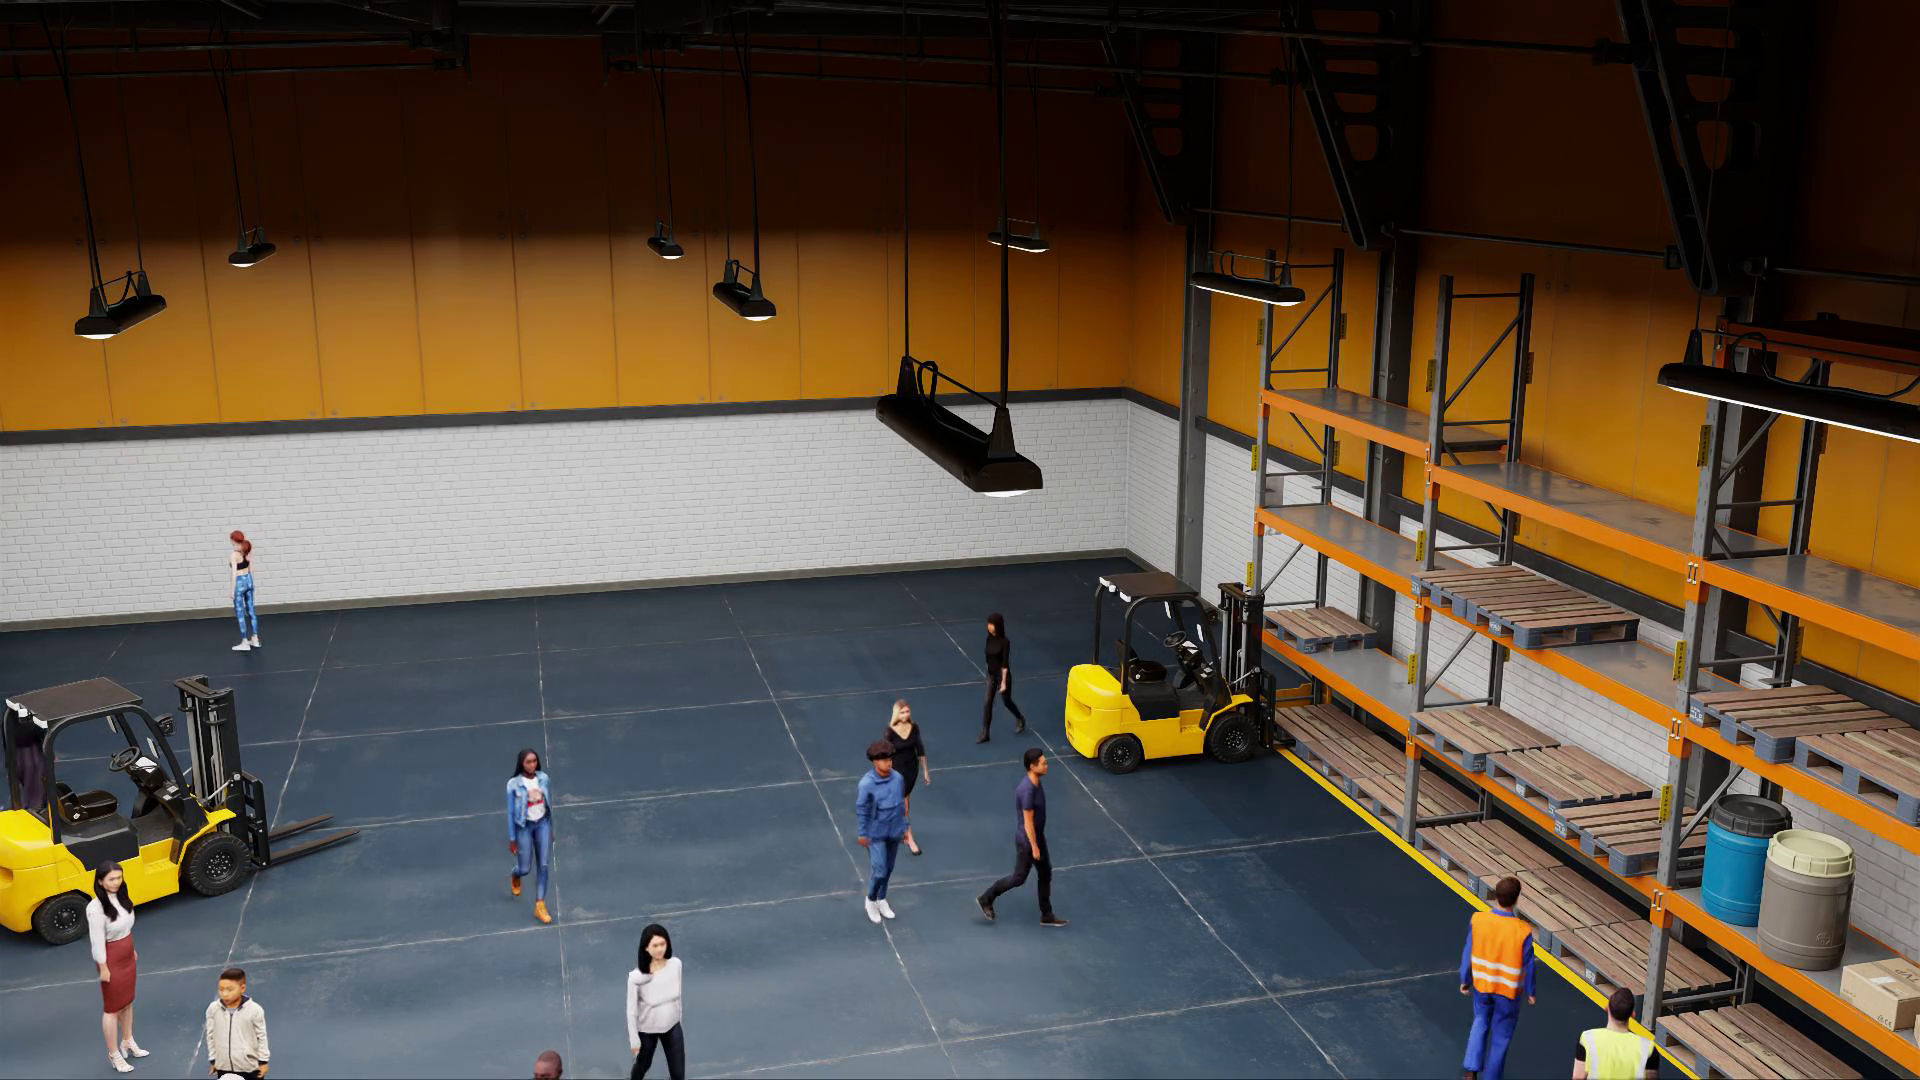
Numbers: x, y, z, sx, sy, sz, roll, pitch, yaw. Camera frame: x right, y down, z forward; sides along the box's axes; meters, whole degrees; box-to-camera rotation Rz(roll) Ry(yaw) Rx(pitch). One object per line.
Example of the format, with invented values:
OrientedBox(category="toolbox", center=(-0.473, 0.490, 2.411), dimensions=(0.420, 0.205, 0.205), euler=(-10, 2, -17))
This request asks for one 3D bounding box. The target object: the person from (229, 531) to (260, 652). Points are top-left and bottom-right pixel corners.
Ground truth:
OrientedBox(category="person", center=(-10.477, 0.721, 24.339), dimensions=(0.754, 1.784, 0.680), euler=(6, 15, 23))

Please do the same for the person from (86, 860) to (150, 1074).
OrientedBox(category="person", center=(-6.772, 3.399, 13.349), dimensions=(0.719, 1.751, 0.577), euler=(2, 14, 7))

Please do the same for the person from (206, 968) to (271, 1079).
OrientedBox(category="person", center=(-5.297, 3.820, 12.242), dimensions=(0.623, 1.455, 0.584), euler=(0, 14, -2))

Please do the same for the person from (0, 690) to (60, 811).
OrientedBox(category="person", center=(-9.968, 2.402, 17.771), dimensions=(0.803, 1.608, 1.180), euler=(0, 14, 0))

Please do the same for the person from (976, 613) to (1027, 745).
OrientedBox(category="person", center=(0.535, 1.704, 20.642), dimensions=(1.047, 1.613, 1.014), euler=(11, 17, 38))

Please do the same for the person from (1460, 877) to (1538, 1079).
OrientedBox(category="person", center=(4.103, 3.488, 12.766), dimensions=(0.806, 1.854, 0.894), euler=(11, 17, 37))

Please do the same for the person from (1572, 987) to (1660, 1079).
OrientedBox(category="person", center=(4.379, 3.869, 11.212), dimensions=(0.831, 1.844, 0.860), euler=(3, 14, 12))

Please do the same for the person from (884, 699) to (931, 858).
OrientedBox(category="person", center=(-0.629, 2.458, 17.485), dimensions=(0.767, 1.636, 1.083), euler=(-8, 16, -30))

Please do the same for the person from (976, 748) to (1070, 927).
OrientedBox(category="person", center=(0.570, 2.826, 15.692), dimensions=(1.084, 1.763, 1.143), euler=(4, 14, 18))

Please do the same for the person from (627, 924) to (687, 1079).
OrientedBox(category="person", center=(-2.318, 3.652, 12.510), dimensions=(0.889, 1.655, 1.205), euler=(-9, 16, -33))

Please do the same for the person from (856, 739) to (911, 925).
OrientedBox(category="person", center=(-0.794, 2.750, 15.934), dimensions=(0.776, 1.796, 0.771), euler=(-11, 17, -38))

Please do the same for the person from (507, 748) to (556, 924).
OrientedBox(category="person", center=(-4.148, 2.797, 15.949), dimensions=(0.851, 1.697, 1.025), euler=(-11, 18, -39))
